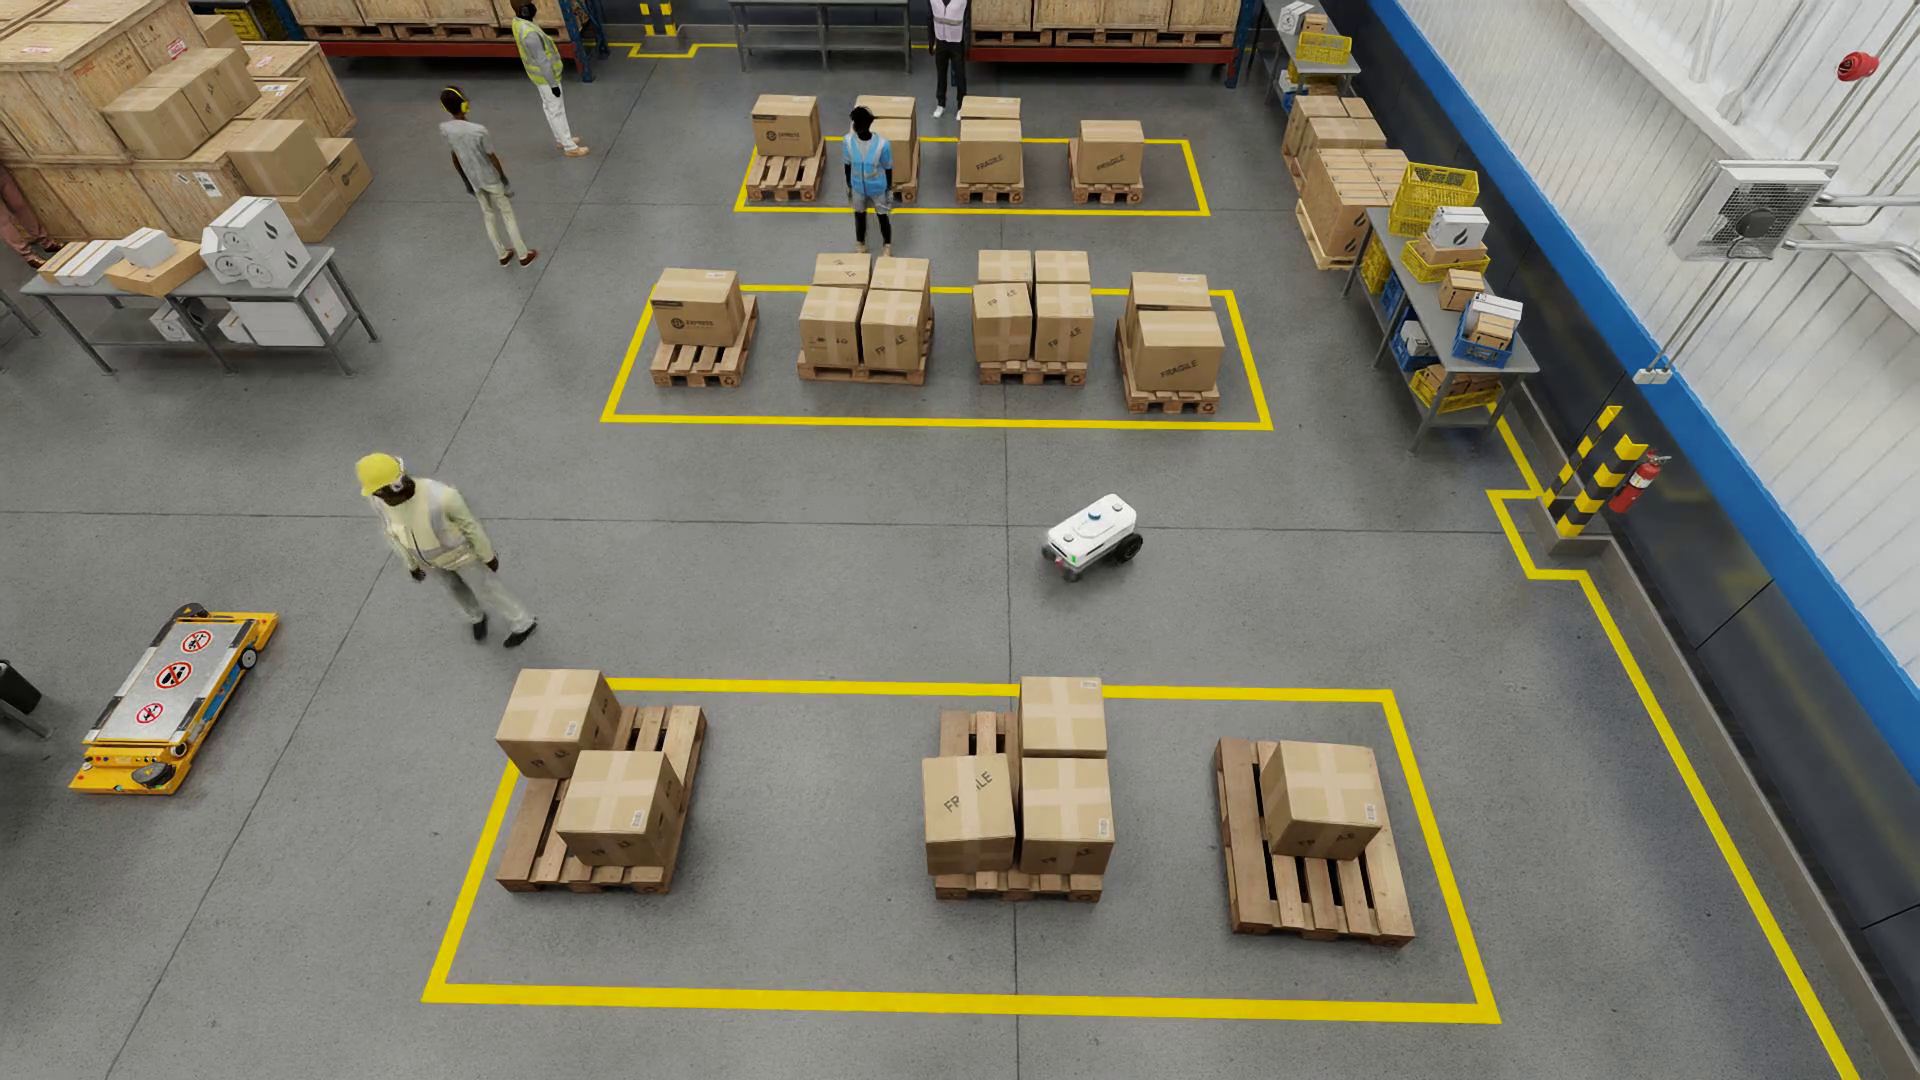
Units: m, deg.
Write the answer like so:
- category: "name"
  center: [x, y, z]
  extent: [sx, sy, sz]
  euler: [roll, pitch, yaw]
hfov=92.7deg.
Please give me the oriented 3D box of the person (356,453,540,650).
- category: "person"
  center: [-3.497, 0.085, 6.293]
  extent: [0.655, 1.787, 0.404]
  euler: [7, 50, 6]

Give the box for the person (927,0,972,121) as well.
- category: "person"
  center: [-0.125, -6.354, 11.665]
  extent: [0.586, 1.910, 0.395]
  euler: [14, 51, 12]

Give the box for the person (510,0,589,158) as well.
- category: "person"
  center: [-4.980, -5.593, 11.059]
  extent: [0.429, 1.847, 0.626]
  euler: [-27, 55, -21]

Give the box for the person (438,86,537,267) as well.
- category: "person"
  center: [-4.894, -3.700, 9.450]
  extent: [0.500, 1.862, 0.327]
  euler: [5, 50, 4]

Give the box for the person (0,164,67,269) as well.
- category: "person"
  center: [-10.062, -3.749, 9.458]
  extent: [0.403, 1.906, 0.652]
  euler: [0, 50, 0]

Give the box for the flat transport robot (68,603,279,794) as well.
- category: "flat transport robot"
  center: [-5.504, 1.072, 6.442]
  extent: [0.652, 0.197, 1.431]
  euler: [1, 50, 1]

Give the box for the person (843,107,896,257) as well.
- category: "person"
  center: [-0.925, -3.660, 9.527]
  extent: [0.578, 1.685, 0.341]
  euler: [13, 51, 11]

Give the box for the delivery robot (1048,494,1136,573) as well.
- category: "delivery robot"
  center: [1.028, -0.066, 7.161]
  extent: [0.707, 0.478, 0.477]
  euler: [-30, 56, -23]
